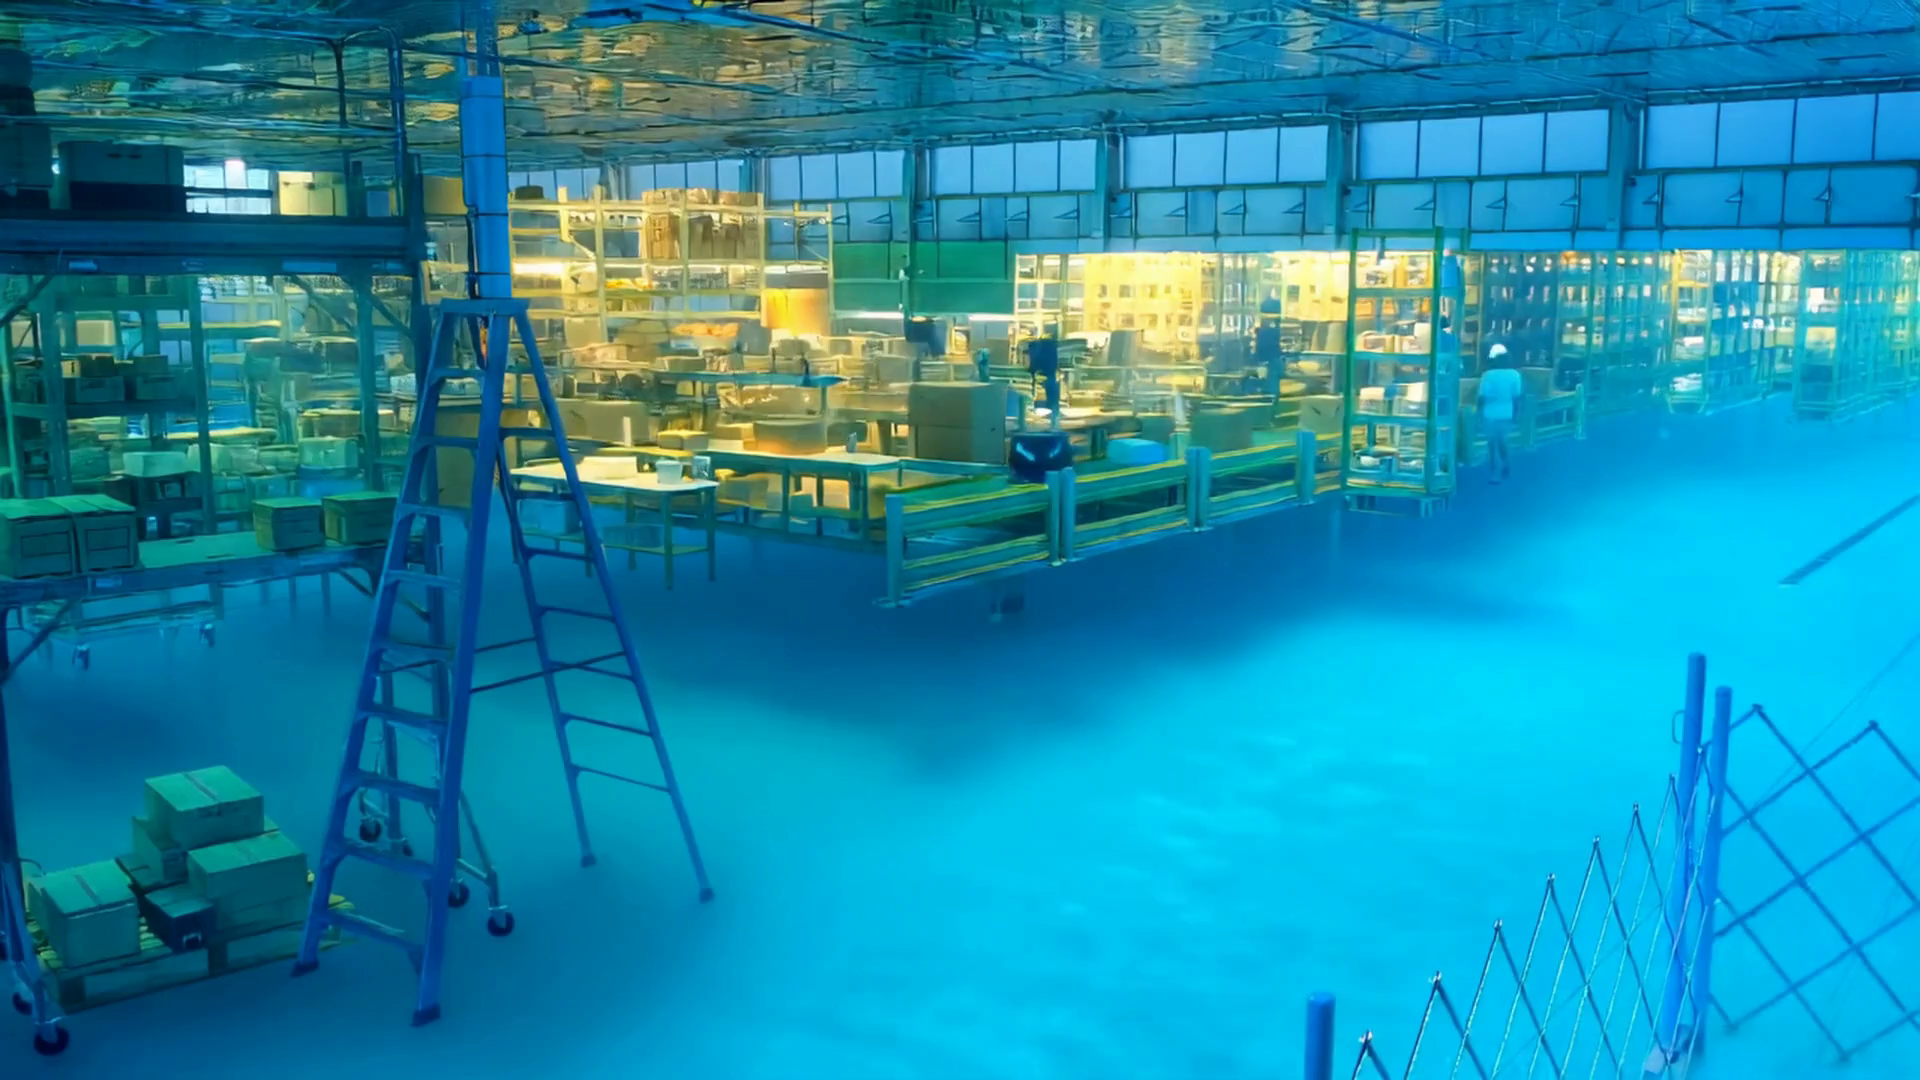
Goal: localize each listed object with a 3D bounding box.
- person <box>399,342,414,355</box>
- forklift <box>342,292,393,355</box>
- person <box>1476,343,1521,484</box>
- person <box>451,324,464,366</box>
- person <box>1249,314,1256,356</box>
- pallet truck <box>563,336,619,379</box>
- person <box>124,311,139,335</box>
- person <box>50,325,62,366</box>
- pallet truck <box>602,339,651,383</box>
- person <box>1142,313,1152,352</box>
[{"bbox_3d":[-16.883,-6.029,50.755,0.560,1.889,1.017,8,12,40],"label":"person"},{"bbox_3d":[-16.485,-5.622,45.120,1.129,2.768,1.873,7,11,37],"label":"forklift"},{"bbox_3d":[7.738,-1.811,23.965,0.633,2.032,0.420,-1,9,-8],"label":"person"},{"bbox_3d":[-15.005,-5.815,49.590,0.404,1.832,0.589,1,9,7],"label":"person"},{"bbox_3d":[8.966,-5.920,50.237,0.404,1.835,0.588,-6,11,-31],"label":"person"},{"bbox_3d":[-10.690,-5.294,48.215,1.601,1.201,0.680,-5,10,-26],"label":"pallet truck"},{"bbox_3d":[-25.208,-6.095,50.704,0.629,2.033,0.447,7,12,39],"label":"person"},{"bbox_3d":[-26.756,-5.671,49.357,0.530,1.614,0.567,8,12,42],"label":"person"},{"bbox_3d":[-8.991,-4.871,45.351,0.653,1.274,1.630,7,11,37],"label":"pallet truck"},{"bbox_3d":[5.691,-6.097,51.012,0.439,1.935,0.633,0,9,3],"label":"person"}]
